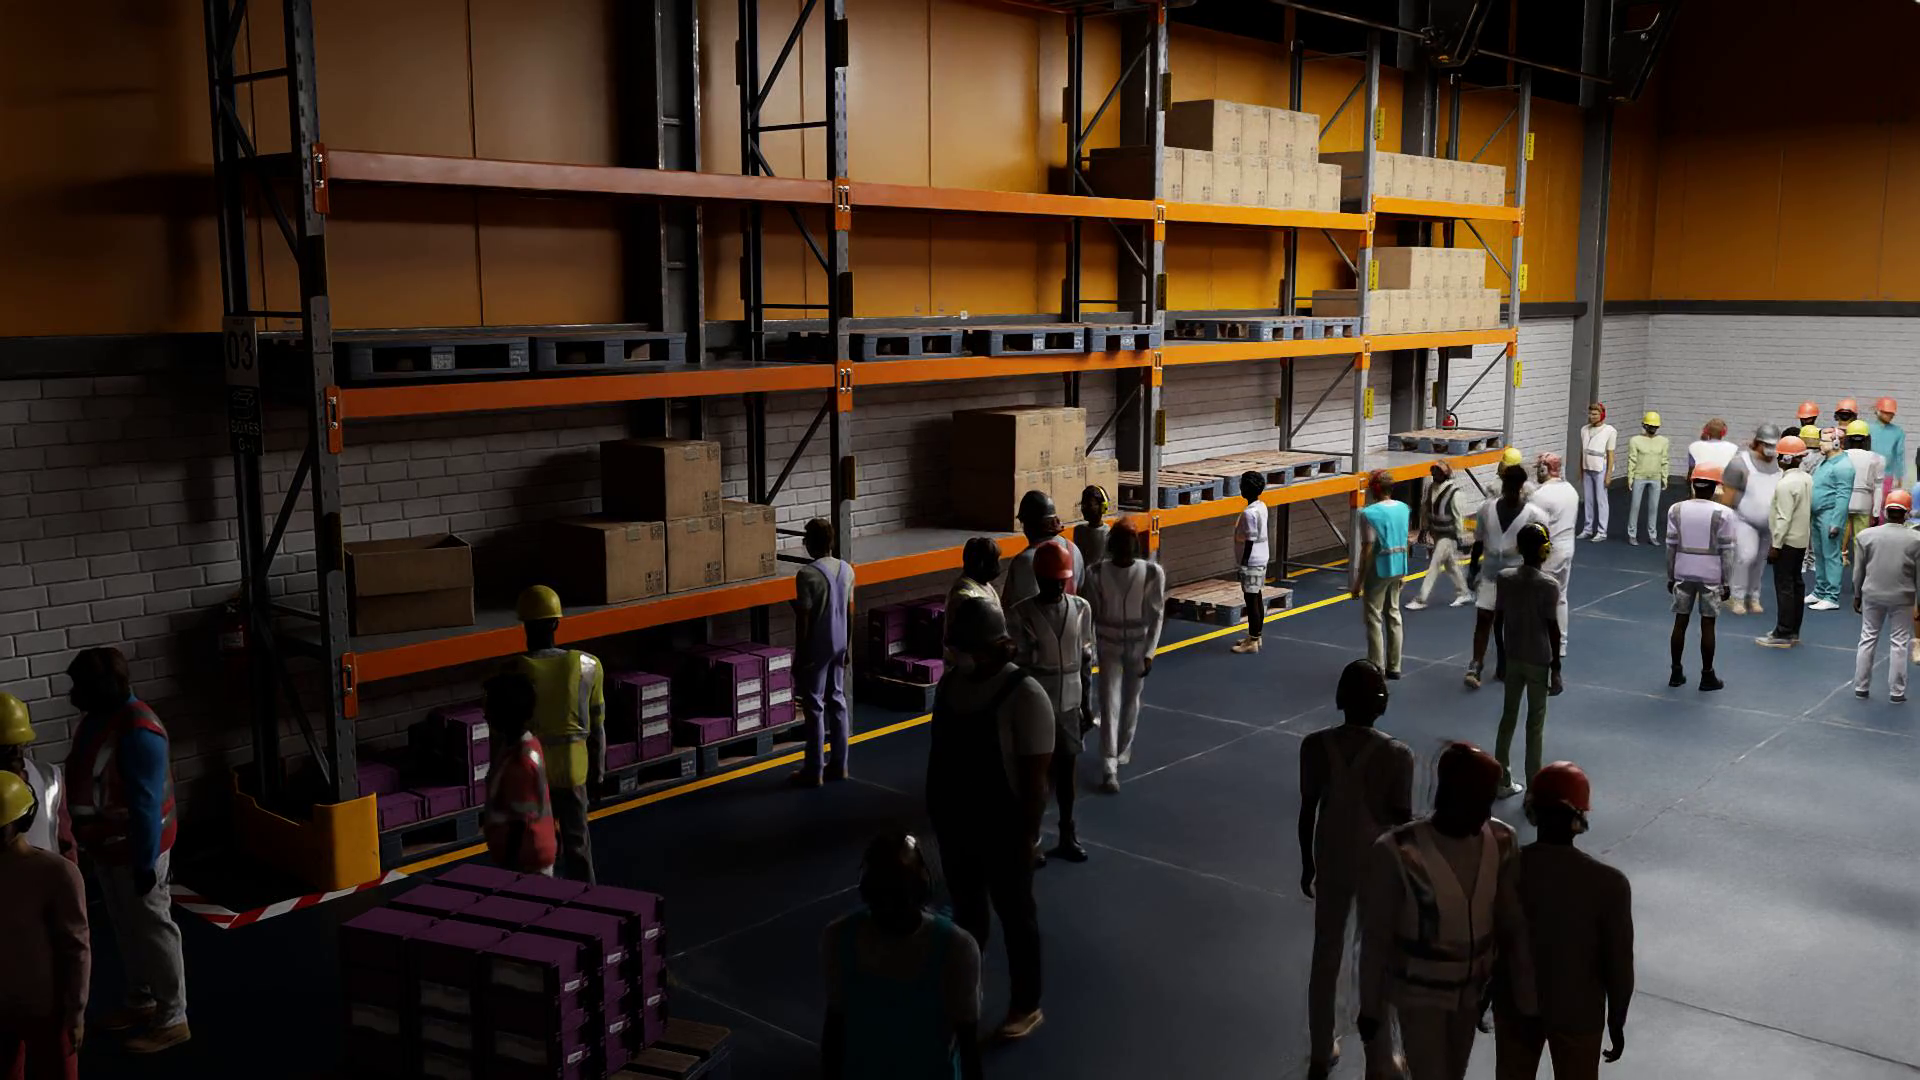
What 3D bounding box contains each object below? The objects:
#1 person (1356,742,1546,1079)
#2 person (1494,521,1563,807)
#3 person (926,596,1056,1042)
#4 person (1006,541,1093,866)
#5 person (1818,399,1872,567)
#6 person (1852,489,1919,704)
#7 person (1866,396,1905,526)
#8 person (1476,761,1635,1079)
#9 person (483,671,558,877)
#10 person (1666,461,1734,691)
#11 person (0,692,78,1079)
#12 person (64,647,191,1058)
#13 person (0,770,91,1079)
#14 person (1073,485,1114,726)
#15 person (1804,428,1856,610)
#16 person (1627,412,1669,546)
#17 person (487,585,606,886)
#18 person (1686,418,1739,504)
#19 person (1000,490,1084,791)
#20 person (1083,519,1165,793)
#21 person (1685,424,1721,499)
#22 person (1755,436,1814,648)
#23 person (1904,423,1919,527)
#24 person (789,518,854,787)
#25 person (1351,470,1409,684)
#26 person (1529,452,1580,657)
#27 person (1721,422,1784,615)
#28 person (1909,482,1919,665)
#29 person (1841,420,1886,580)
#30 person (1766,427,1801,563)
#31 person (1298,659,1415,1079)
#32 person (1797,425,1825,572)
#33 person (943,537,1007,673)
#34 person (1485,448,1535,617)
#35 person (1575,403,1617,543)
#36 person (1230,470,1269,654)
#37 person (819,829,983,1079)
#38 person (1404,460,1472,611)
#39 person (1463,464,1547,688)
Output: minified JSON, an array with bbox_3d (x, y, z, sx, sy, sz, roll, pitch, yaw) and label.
[{"bbox_3d":[1.713,1.610,5.764,0.578,1.860,0.633,-4,10,-24],"label":"person"},{"bbox_3d":[3.735,0.808,10.908,0.328,1.875,0.513,-6,11,-34],"label":"person"},{"bbox_3d":[0.090,1.240,7.578,0.690,2.000,0.538,8,12,43],"label":"person"},{"bbox_3d":[0.539,0.958,9.776,0.538,1.930,0.378,-3,9,-21],"label":"person"},{"bbox_3d":[10.603,-0.684,20.043,0.611,2.030,0.410,5,10,30],"label":"person"},{"bbox_3d":[7.602,0.455,13.592,0.566,1.744,0.350,8,12,41],"label":"person"},{"bbox_3d":[11.725,-0.848,21.228,0.638,1.978,0.429,1,9,6],"label":"person"},{"bbox_3d":[2.101,1.644,5.927,0.561,1.742,0.337,5,10,29],"label":"person"},{"bbox_3d":[-1.991,1.426,7.510,0.332,1.691,0.558,-3,9,-20],"label":"person"},{"bbox_3d":[6.219,0.302,13.989,0.542,1.930,0.366,8,12,42],"label":"person"},{"bbox_3d":[-3.799,1.497,6.633,0.403,1.825,0.596,6,11,35],"label":"person"},{"bbox_3d":[-3.733,1.371,7.420,0.629,1.835,0.432,9,12,44],"label":"person"},{"bbox_3d":[-3.307,1.652,5.832,0.522,1.761,0.321,1,9,5],"label":"person"},{"bbox_3d":[1.033,0.500,12.900,0.520,1.874,0.327,8,12,41],"label":"person"},{"bbox_3d":[9.086,-0.222,17.442,0.407,1.908,0.641,1,9,8],"label":"person"},{"bbox_3d":[8.922,-0.790,21.577,0.525,1.760,0.341,0,9,3],"label":"person"},{"bbox_3d":[-2.078,1.179,8.381,0.590,1.919,0.399,-5,10,-30],"label":"person"},{"bbox_3d":[9.040,-0.565,20.022,0.572,1.803,0.882,4,10,27],"label":"person"},{"bbox_3d":[0.513,0.665,11.288,0.535,2.000,0.688,6,11,35],"label":"person"},{"bbox_3d":[1.120,0.750,11.467,0.551,1.833,1.003,0,9,3],"label":"person"},{"bbox_3d":[9.730,-0.721,21.680,0.513,1.585,0.861,3,9,21],"label":"person"},{"bbox_3d":[7.758,0.017,15.612,0.608,1.996,0.382,-8,12,-42],"label":"person"},{"bbox_3d":[11.176,-0.549,19.117,0.740,2.000,0.546,-7,11,-36],"label":"person"},{"bbox_3d":[-0.936,0.762,11.342,0.353,1.835,0.518,7,11,39],"label":"person"},{"bbox_3d":[3.623,0.317,14.215,0.614,1.830,0.386,-7,11,-37],"label":"person"},{"bbox_3d":[5.338,0.148,15.103,0.667,1.897,0.397,-8,12,-42],"label":"person"},{"bbox_3d":[8.219,-0.232,17.075,0.697,2.000,0.668,-1,9,-4],"label":"person"},{"bbox_3d":[8.784,0.120,14.806,0.616,2.041,0.392,2,9,13],"label":"person"},{"bbox_3d":[9.778,-0.351,18.243,0.586,1.919,0.397,4,10,26],"label":"person"},{"bbox_3d":[9.956,-0.522,20.075,0.319,1.691,0.537,1,9,5],"label":"person"},{"bbox_3d":[1.688,1.418,7.085,0.504,1.840,0.345,5,10,31],"label":"person"},{"bbox_3d":[10.014,-0.493,19.710,0.492,1.742,0.317,-5,10,-29],"label":"person"},{"bbox_3d":[0.113,0.887,10.530,0.428,1.835,0.627,2,9,11],"label":"person"},{"bbox_3d":[5.593,-0.066,16.952,0.493,1.745,0.286,4,10,23],"label":"person"},{"bbox_3d":[8.419,-0.891,21.979,0.388,1.838,0.562,-4,10,-24],"label":"person"},{"bbox_3d":[2.689,0.203,15.378,0.318,1.697,0.535,3,9,21],"label":"person"},{"bbox_3d":[-0.168,1.732,5.120,0.505,1.830,0.524,2,9,15],"label":"person"},{"bbox_3d":[5.047,-0.055,17.390,0.845,1.588,0.540,-3,9,-21],"label":"person"},{"bbox_3d":[4.543,0.312,13.989,0.684,1.904,0.964,6,11,34],"label":"person"}]
